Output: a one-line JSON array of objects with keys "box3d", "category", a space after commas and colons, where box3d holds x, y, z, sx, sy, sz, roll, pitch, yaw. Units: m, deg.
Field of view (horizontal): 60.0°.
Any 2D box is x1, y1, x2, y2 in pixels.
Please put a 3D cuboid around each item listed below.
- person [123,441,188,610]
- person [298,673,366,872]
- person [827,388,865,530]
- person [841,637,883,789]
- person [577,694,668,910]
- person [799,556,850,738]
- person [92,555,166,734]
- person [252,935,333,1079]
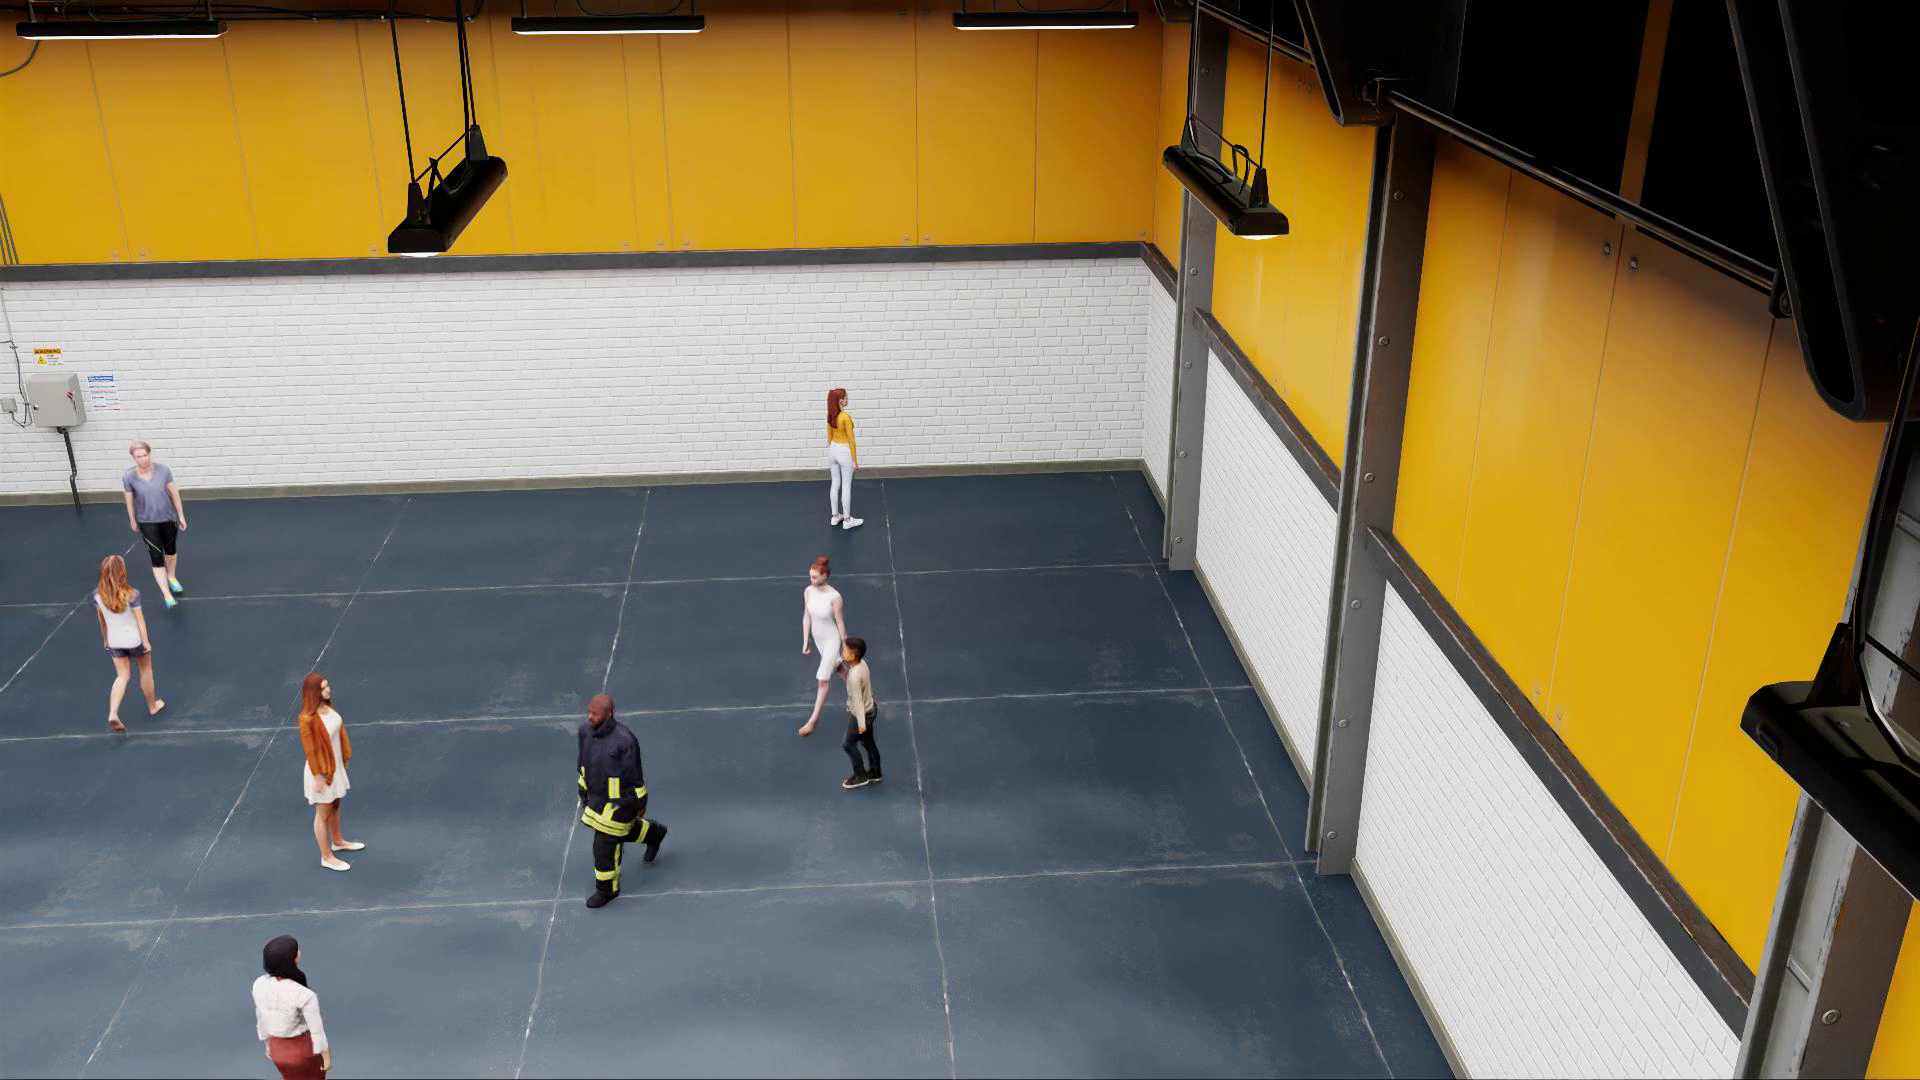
[{"box3d": [-8.730, -0.213, 18.065, 1.074, 1.842, 1.290, -17, 29, -34], "category": "person"}, {"box3d": [-5.162, 1.848, 13.500, 0.719, 1.723, 0.563, 2, 24, 5], "category": "person"}, {"box3d": [-1.424, -0.997, 19.973, 0.674, 1.750, 0.743, 21, 31, 39], "category": "person"}, {"box3d": [-0.794, 1.525, 14.580, 0.690, 1.449, 0.536, 1, 24, 3], "category": "person"}, {"box3d": [-2.679, 1.965, 13.158, 1.203, 1.782, 1.304, 17, 29, 34], "category": "person"}, {"box3d": [-1.156, 0.950, 15.537, 1.123, 1.736, 1.180, 15, 28, 31], "category": "person"}, {"box3d": [-7.801, 0.984, 15.492, 0.668, 1.709, 1.008, 1, 24, 1], "category": "person"}, {"box3d": [-4.147, 3.244, 10.285, 0.747, 1.740, 0.832, 7, 25, 15], "category": "person"}]
